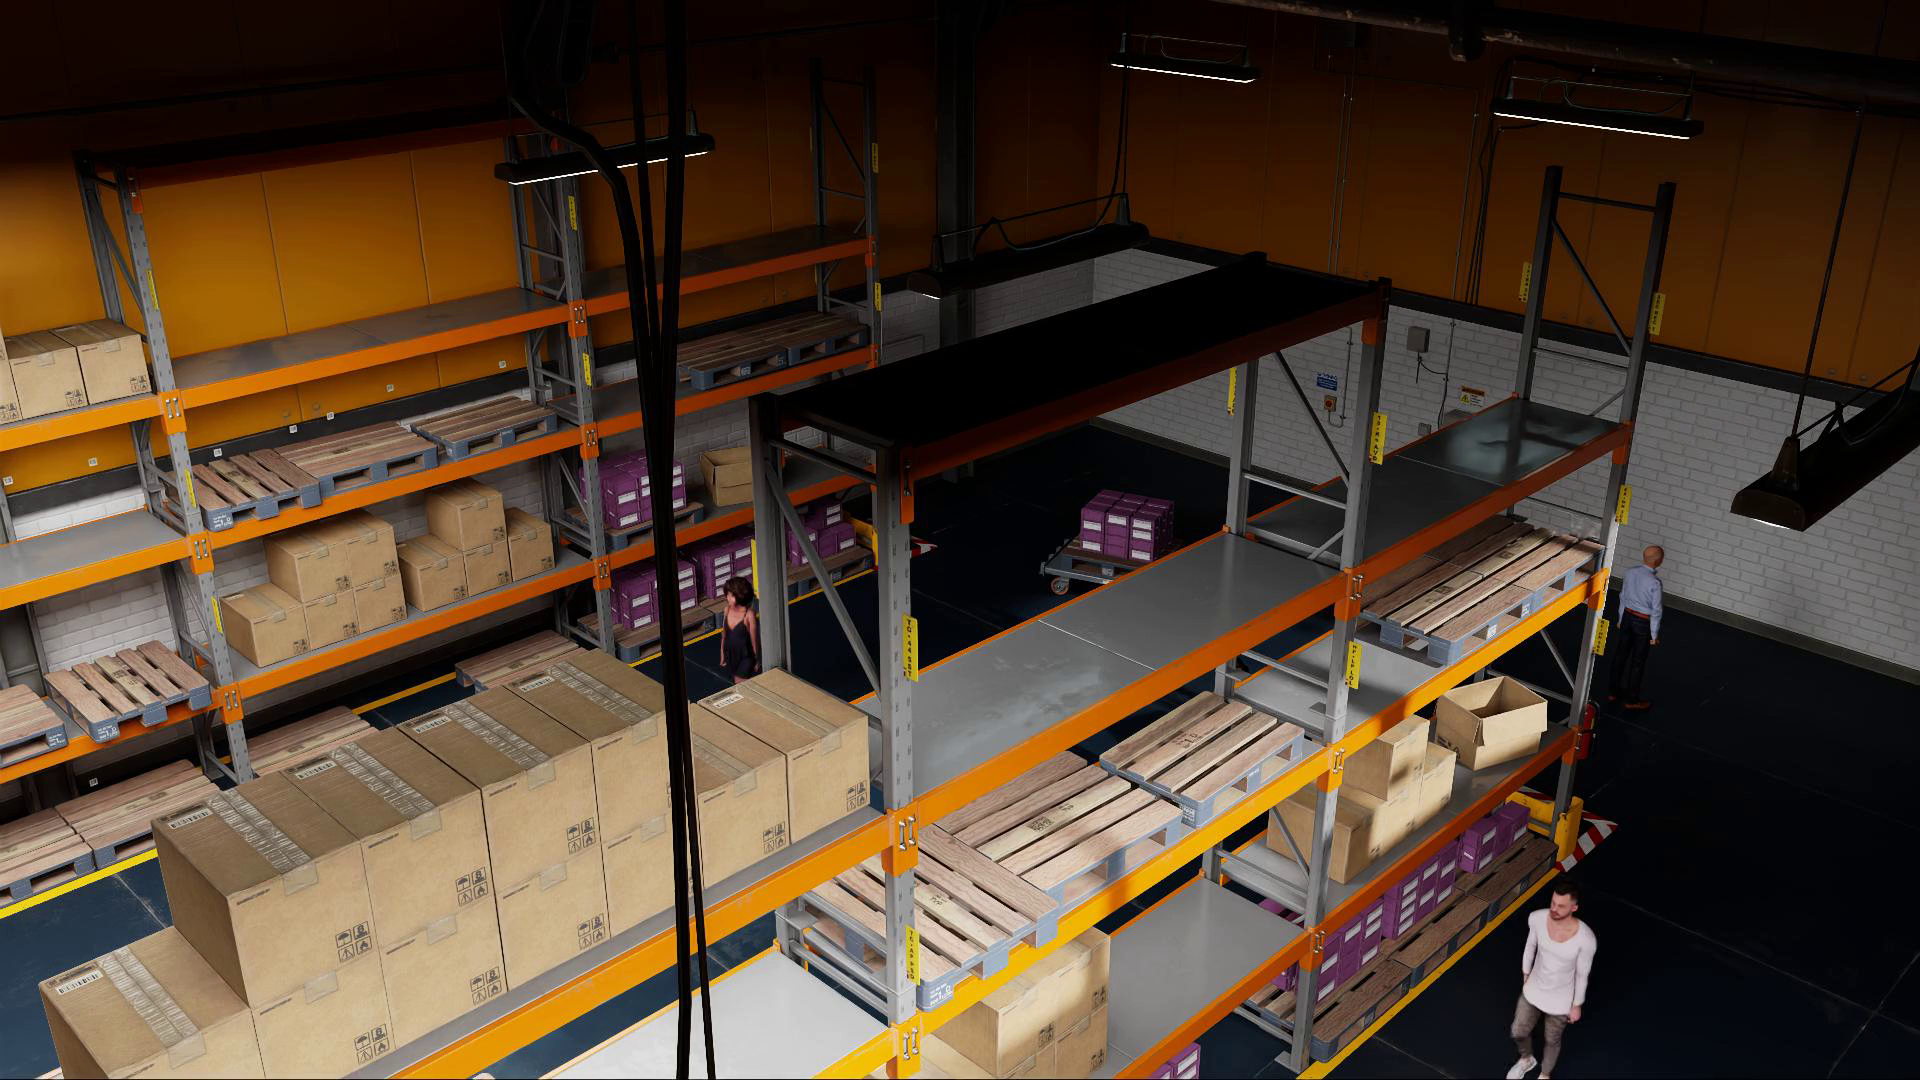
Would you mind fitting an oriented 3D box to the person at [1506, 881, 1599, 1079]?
[{"bbox_3d":[4.254,3.168,11.841,0.667,1.830,0.610,20,31,38],"label":"person"}]

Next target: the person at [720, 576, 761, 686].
[{"bbox_3d":[-2.117,1.163,16.519,0.719,1.756,1.134,15,28,31],"label":"person"}]

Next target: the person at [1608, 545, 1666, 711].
[{"bbox_3d":[6.982,0.881,17.124,0.649,1.789,0.704,-12,26,-26],"label":"person"}]
